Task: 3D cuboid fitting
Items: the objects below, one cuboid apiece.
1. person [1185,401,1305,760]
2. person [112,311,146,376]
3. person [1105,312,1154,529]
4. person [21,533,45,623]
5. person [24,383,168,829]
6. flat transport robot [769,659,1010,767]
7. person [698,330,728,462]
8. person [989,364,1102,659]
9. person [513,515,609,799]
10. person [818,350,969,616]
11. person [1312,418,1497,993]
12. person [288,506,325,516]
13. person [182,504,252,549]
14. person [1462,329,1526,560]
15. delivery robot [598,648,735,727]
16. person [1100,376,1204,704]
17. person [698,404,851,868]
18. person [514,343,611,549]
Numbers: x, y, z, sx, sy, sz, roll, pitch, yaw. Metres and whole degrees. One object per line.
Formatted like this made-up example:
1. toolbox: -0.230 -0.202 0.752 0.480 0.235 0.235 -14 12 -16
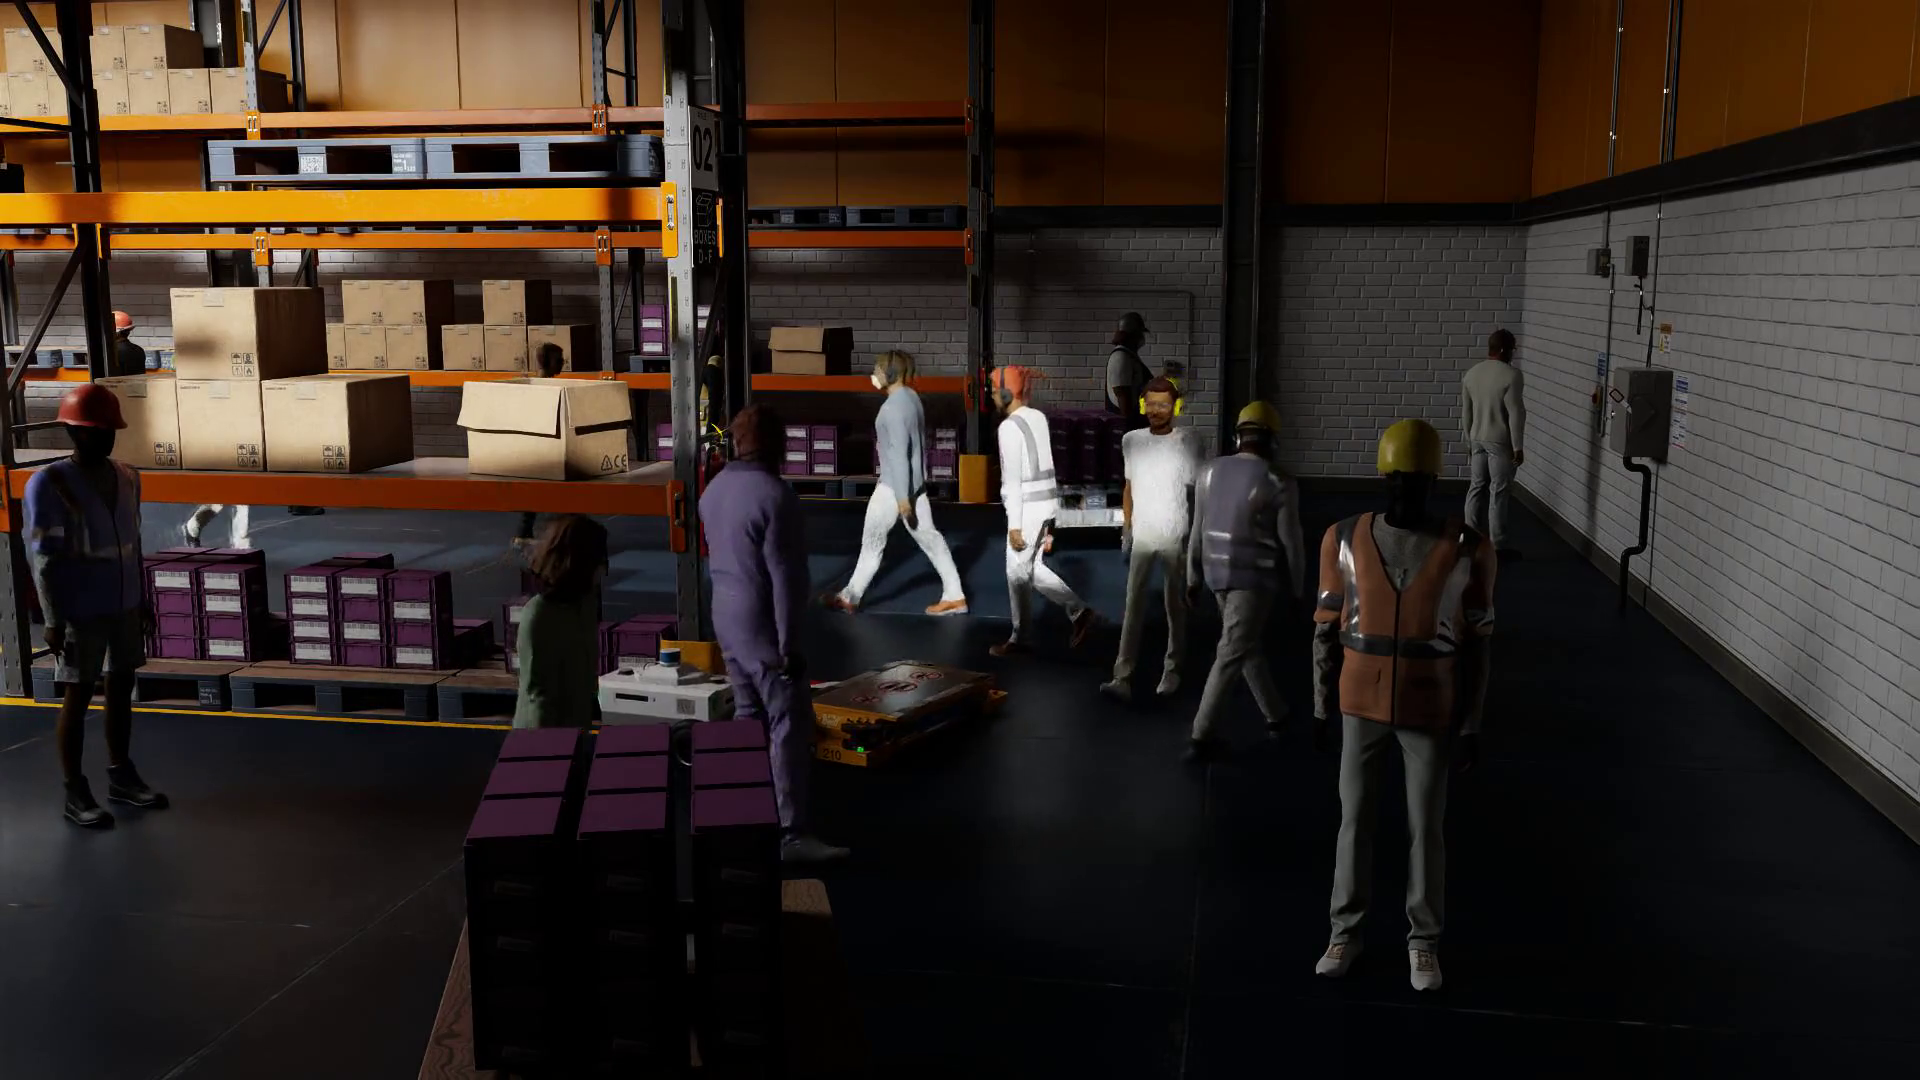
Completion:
1. person: 1.453 0.193 8.337 0.909 1.767 0.598 -7 11 -37
2. person: -8.829 -1.417 17.611 0.374 1.997 0.614 0 9 2
3. person: 1.633 -1.124 15.655 0.538 2.000 0.684 1 9 6
4. person: -6.631 -0.265 11.327 0.928 1.712 0.547 2 9 12
5. person: -3.753 0.278 7.286 0.378 1.932 0.551 4 10 21
6. flat transport robot: -0.364 0.878 8.708 0.652 0.197 1.431 5 11 30
7. person: -2.456 -1.167 16.544 0.429 1.841 0.634 0 9 -1
8. person: 0.482 -0.158 10.247 0.606 1.860 0.586 4 10 23
9. person: -1.323 0.717 5.553 0.360 1.616 0.536 2 9 13
10. person: -0.434 -0.381 11.586 1.070 1.887 0.640 3 9 15
11. person: 1.477 0.552 5.605 0.588 1.930 0.359 3 10 20
12. person: -6.564 -1.211 16.515 0.360 1.939 0.543 -5 10 -28
13. person: -6.136 -0.707 13.763 0.618 1.811 0.597 4 10 25
14. person: 4.486 -0.798 13.971 0.370 1.934 0.627 -5 10 -28
15. delivery robot: -1.421 0.774 8.186 0.707 0.478 0.477 4 10 21
16. person: 1.088 0.013 9.253 0.517 1.830 0.910 4 10 24
17. person: -0.790 0.377 6.890 0.400 1.867 0.788 -6 11 -34
18. person: -3.464 -0.788 14.326 0.968 1.791 0.540 2 9 12
